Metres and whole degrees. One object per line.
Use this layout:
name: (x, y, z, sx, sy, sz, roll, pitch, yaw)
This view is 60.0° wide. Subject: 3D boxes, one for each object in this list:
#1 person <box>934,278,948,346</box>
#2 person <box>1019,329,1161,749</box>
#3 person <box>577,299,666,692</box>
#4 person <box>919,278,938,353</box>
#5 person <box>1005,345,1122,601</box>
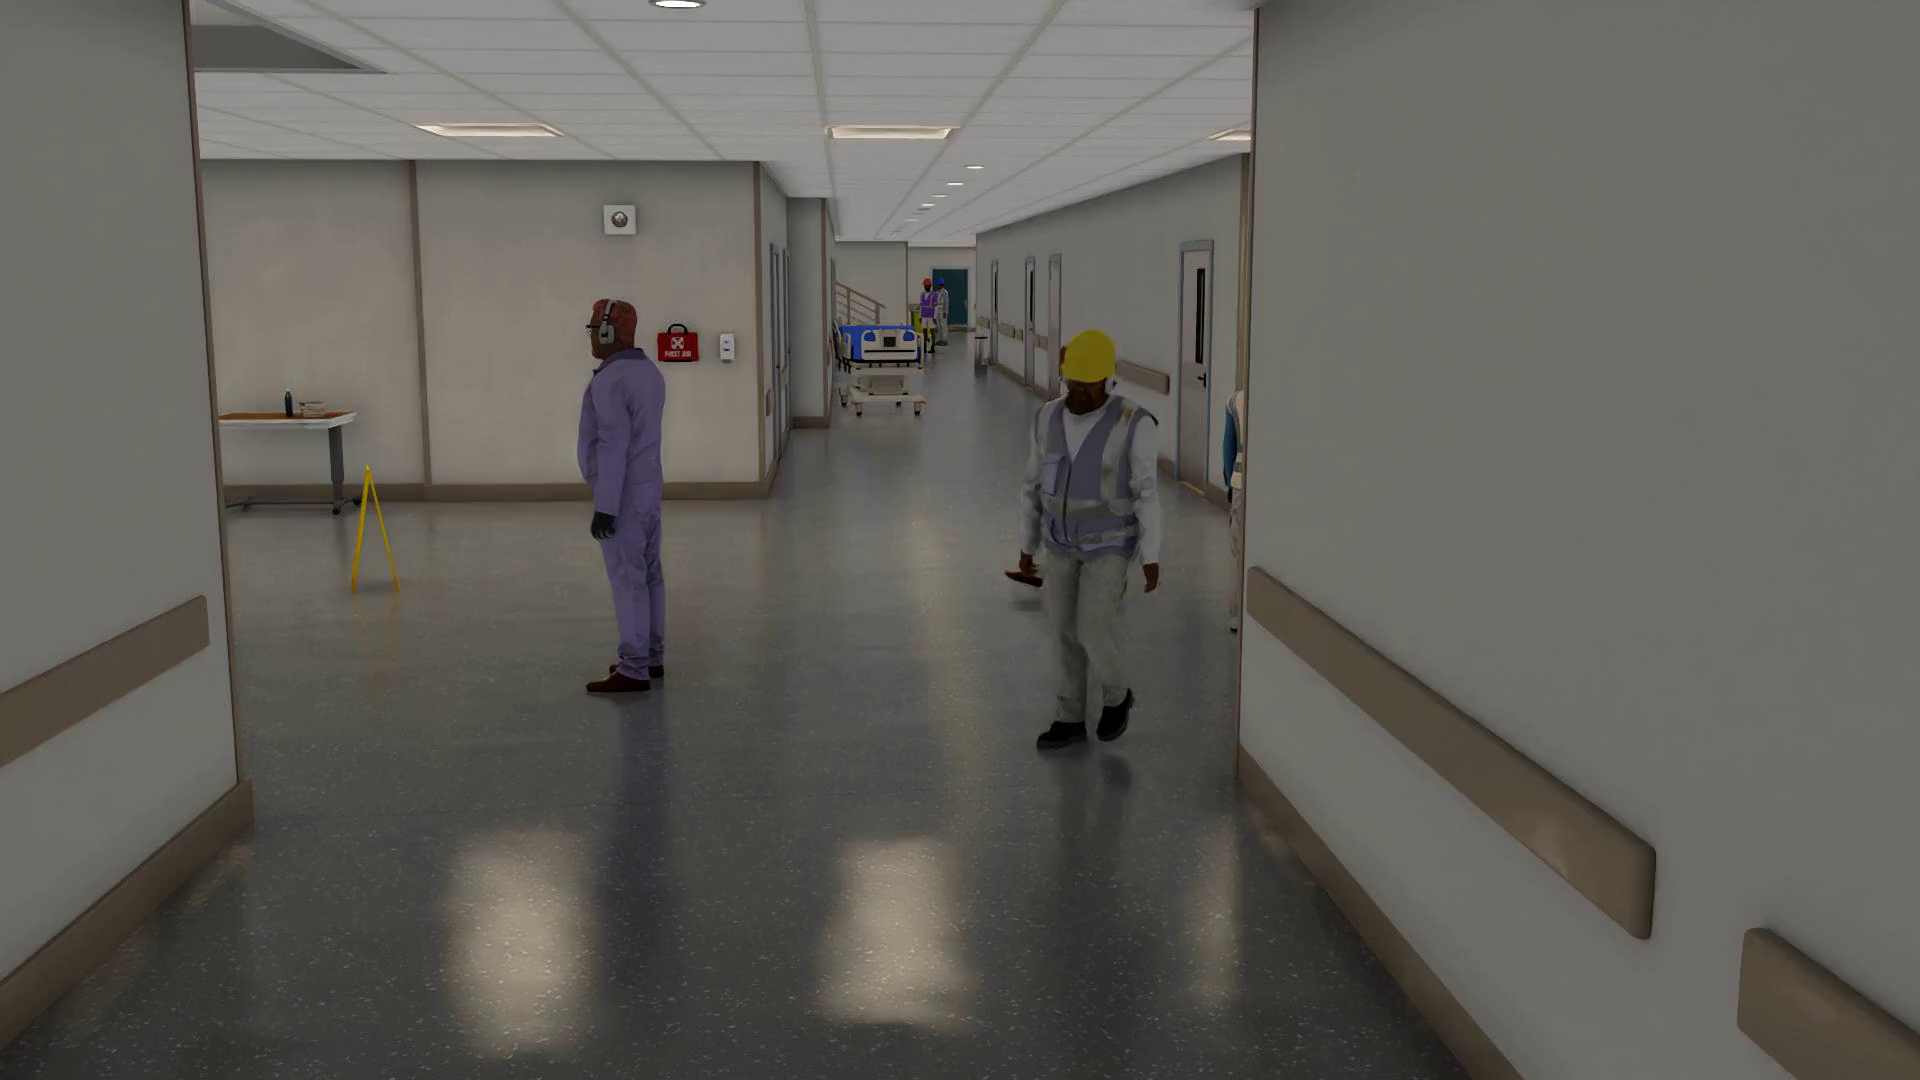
person: (-0.548, -6.573, 47.925, 0.404, 1.943, 0.612, -5, 10, -26)
person: (0.519, 0.021, 6.963, 0.673, 1.800, 0.453, 7, 11, 37)
person: (-1.660, -0.213, 8.115, 0.400, 1.910, 0.643, 1, 9, 9)
person: (-0.837, -5.836, 43.322, 0.543, 1.938, 0.356, 6, 11, 32)
person: (0.641, -0.414, 10.342, 0.841, 1.595, 0.508, 2, 9, 14)
